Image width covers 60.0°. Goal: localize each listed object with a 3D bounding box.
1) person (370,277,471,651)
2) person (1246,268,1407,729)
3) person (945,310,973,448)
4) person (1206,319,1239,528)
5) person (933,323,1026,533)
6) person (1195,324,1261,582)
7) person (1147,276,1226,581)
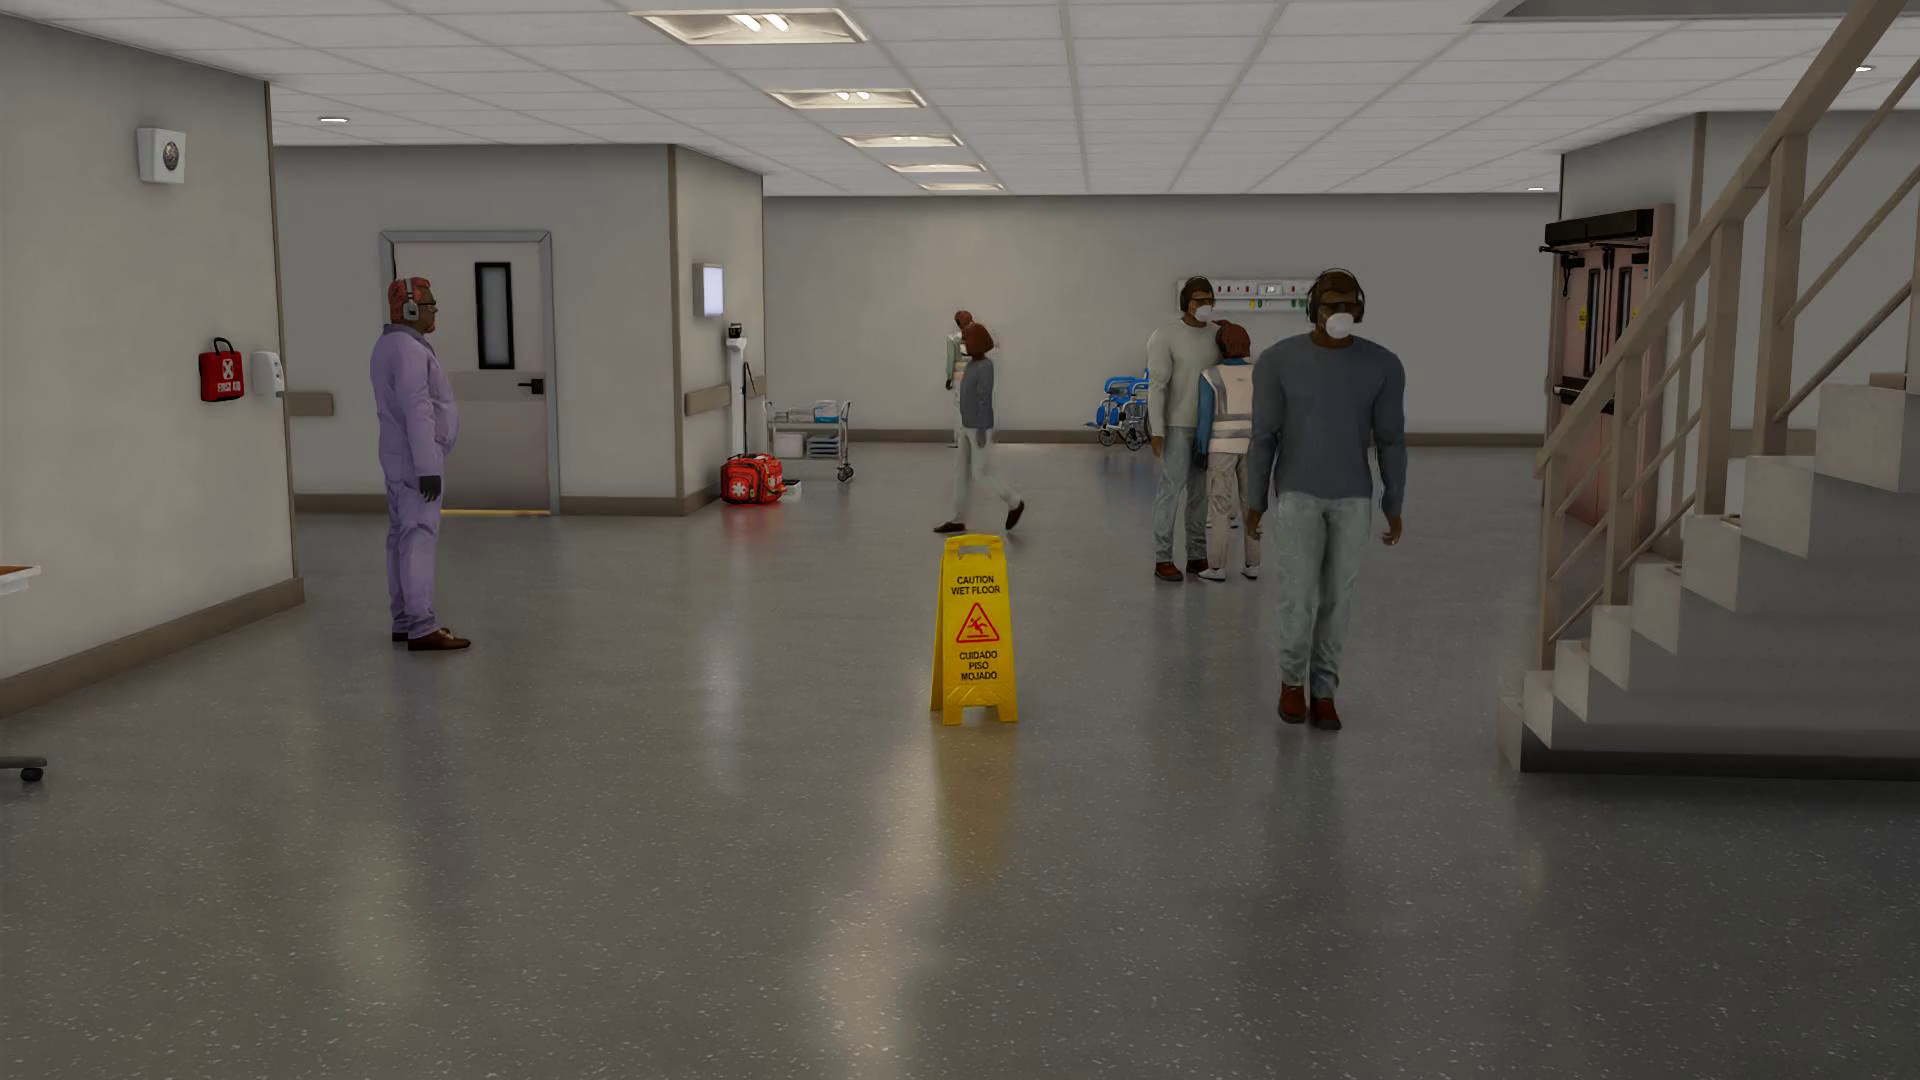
[{"bbox_3d":[-2.784,-0.391,8.572,0.406,1.911,0.639,-5,10,-30],"label":"person"},{"bbox_3d":[1.525,-0.155,6.903,0.652,1.921,0.451,0,8,-1],"label":"person"},{"bbox_3d":[0.061,-1.905,19.782,0.523,1.636,0.310,-5,10,-30],"label":"person"},{"bbox_3d":[2.055,-0.904,13.010,0.318,1.628,0.544,0,8,-1],"label":"person"},{"bbox_3d":[0.156,-0.845,12.668,0.626,1.617,0.517,-3,9,-18],"label":"person"},{"bbox_3d":[1.734,-0.550,10.566,0.511,1.638,0.308,-3,9,-18],"label":"person"},{"bbox_3d":[1.476,-0.709,10.634,0.635,1.936,0.354,-5,10,-28],"label":"person"}]
